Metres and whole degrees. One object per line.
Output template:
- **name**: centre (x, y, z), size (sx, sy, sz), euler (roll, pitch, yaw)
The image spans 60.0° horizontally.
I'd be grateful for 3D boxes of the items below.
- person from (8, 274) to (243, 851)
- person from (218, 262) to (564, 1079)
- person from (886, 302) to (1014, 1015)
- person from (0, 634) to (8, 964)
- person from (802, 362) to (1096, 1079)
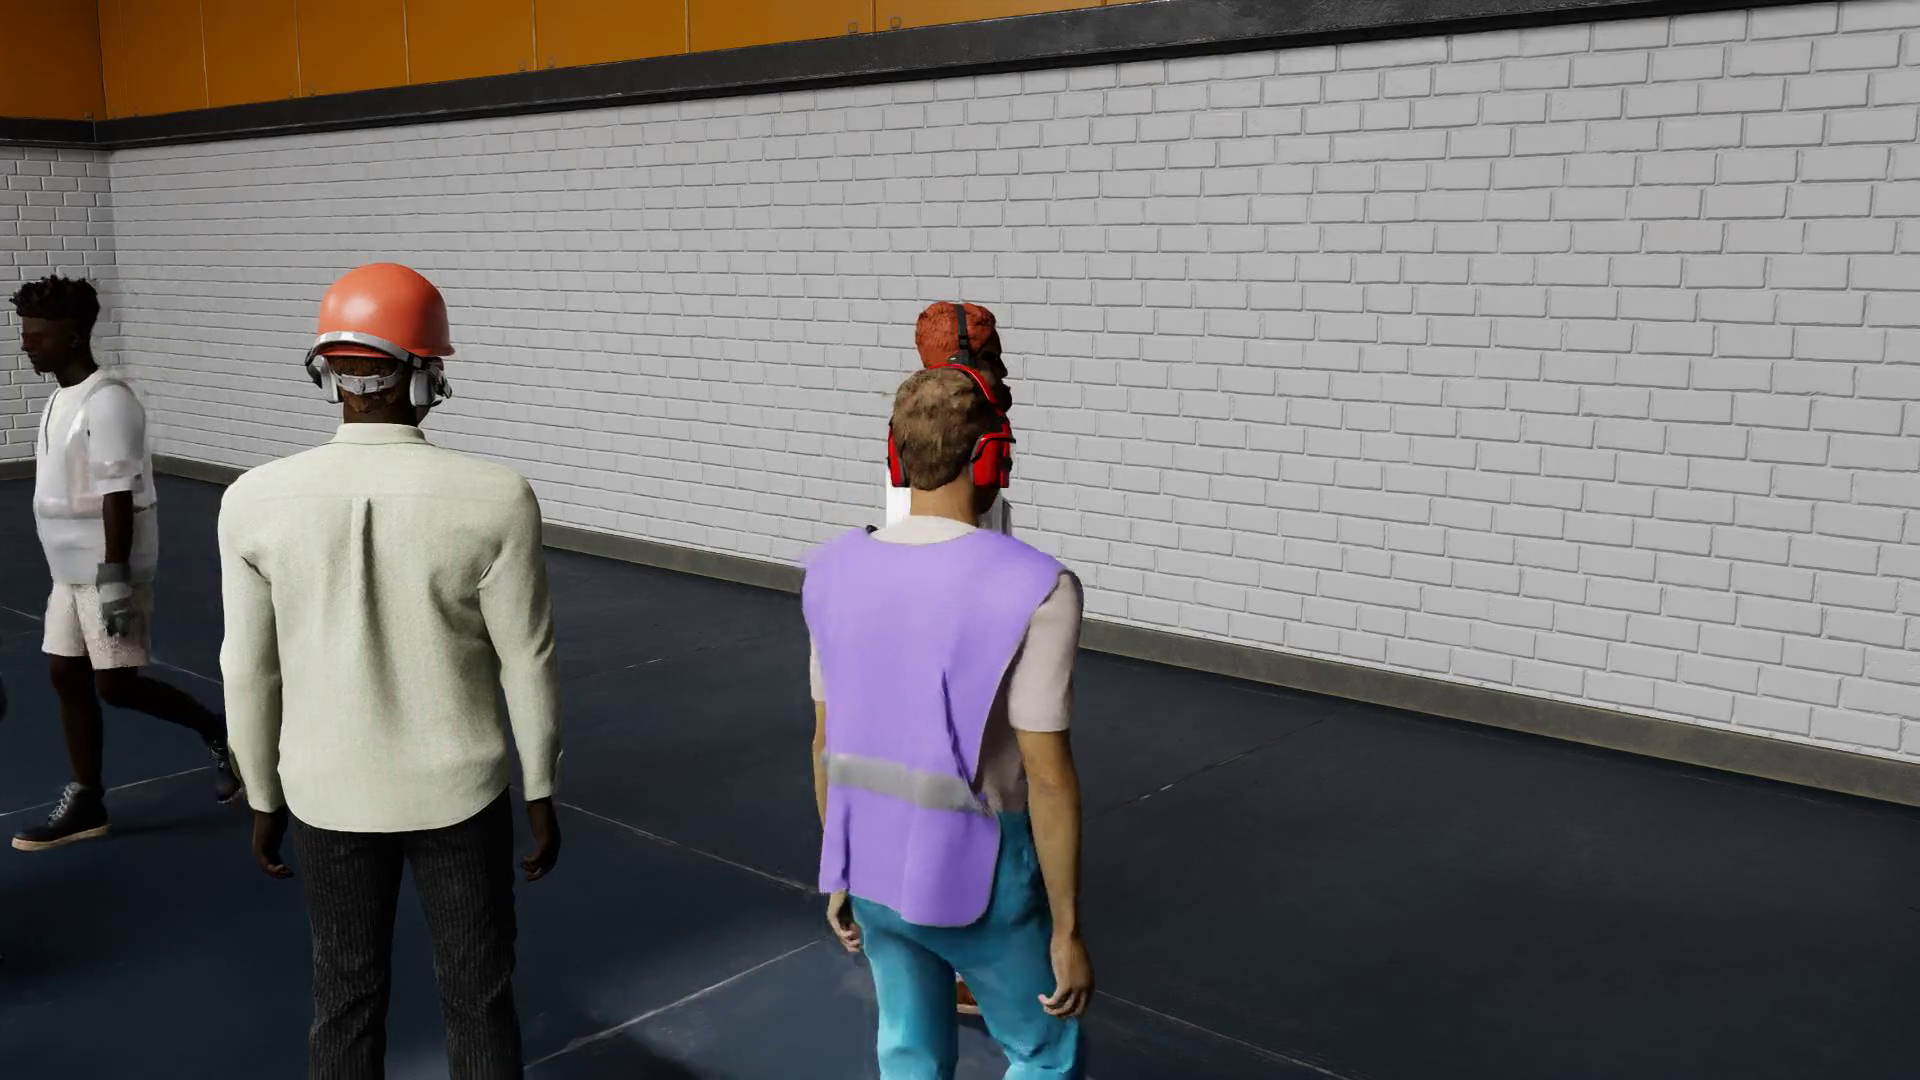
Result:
- **person**: centre (-2.864, 0.070, 5.689), size (0.634, 1.941, 0.742), euler (9, 14, 42)
- **person**: centre (-1.073, 0.473, 3.219), size (0.617, 1.993, 0.396), euler (-1, 10, -3)
- **person**: centre (-0.031, 0.314, 4.446), size (0.356, 1.881, 0.575), euler (-3, 10, -18)
- **person**: centre (-2.914, 0.420, 4.637), size (0.640, 1.591, 0.575), euler (1, 10, 6)
- **person**: centre (-0.015, 0.608, 2.917), size (0.594, 1.824, 0.453), euler (7, 12, 35)
